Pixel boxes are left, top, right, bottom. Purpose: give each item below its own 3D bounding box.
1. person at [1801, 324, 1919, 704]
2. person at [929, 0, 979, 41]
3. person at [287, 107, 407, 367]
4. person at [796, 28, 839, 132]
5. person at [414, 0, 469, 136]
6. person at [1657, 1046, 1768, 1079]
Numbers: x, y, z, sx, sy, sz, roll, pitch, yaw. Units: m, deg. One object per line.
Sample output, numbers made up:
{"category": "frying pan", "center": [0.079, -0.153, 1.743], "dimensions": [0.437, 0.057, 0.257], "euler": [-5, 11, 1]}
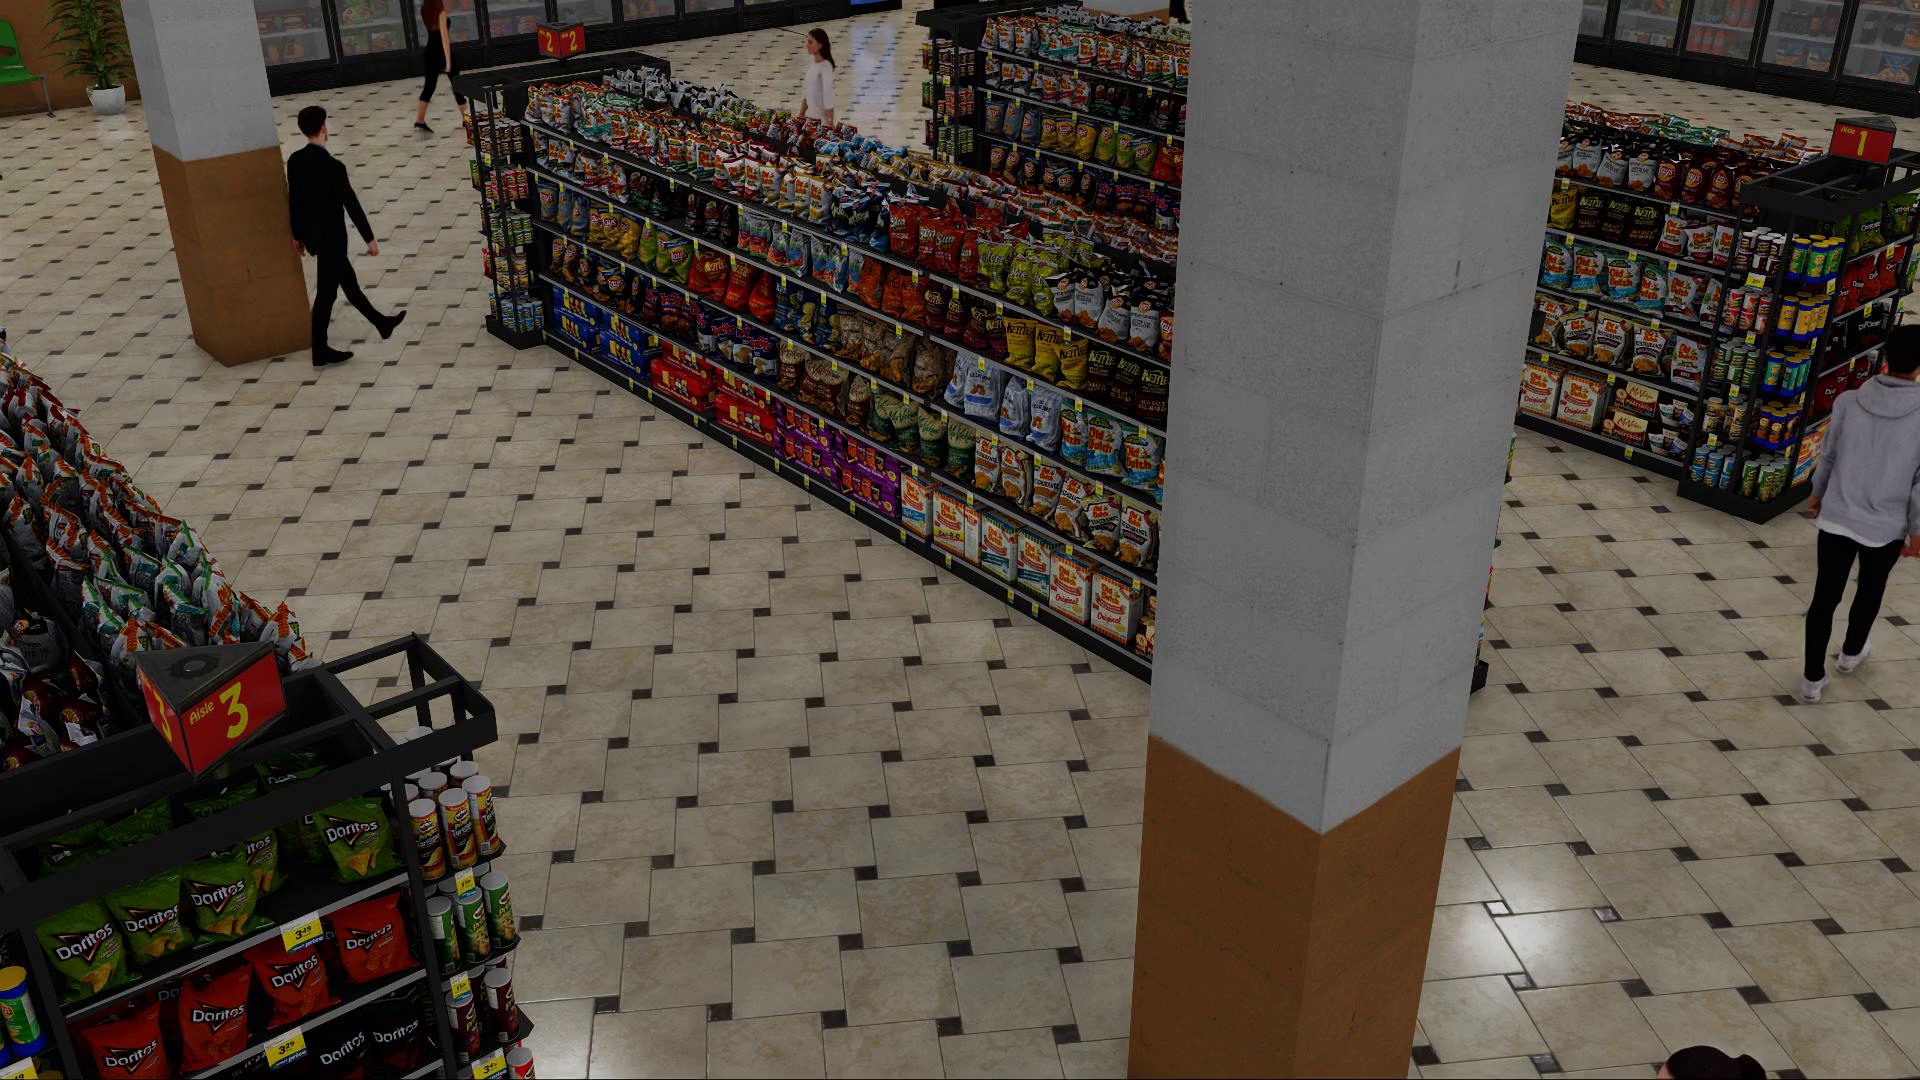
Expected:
{"category": "person", "center": [4.313, -0.073, 7.977], "dimensions": [0.920, 1.907, 0.892], "euler": [19, 32, 33]}
{"category": "person", "center": [-0.030, -5.484, 18.697], "dimensions": [1.258, 1.861, 1.249], "euler": [5, 27, 10]}
{"category": "person", "center": [-4.721, -2.172, 12.200], "dimensions": [1.154, 1.831, 0.976], "euler": [21, 33, 35]}
{"category": "person", "center": [-1.269, -4.126, 16.257], "dimensions": [0.942, 1.647, 1.072], "euler": [-8, 28, -15]}
{"category": "person", "center": [-5.939, -5.393, 18.705], "dimensions": [1.137, 1.692, 0.894], "euler": [16, 31, 28]}
{"category": "person", "center": [1.805, 1.947, 4.323], "dimensions": [0.693, 1.609, 0.592], "euler": [-8, 28, -15]}
